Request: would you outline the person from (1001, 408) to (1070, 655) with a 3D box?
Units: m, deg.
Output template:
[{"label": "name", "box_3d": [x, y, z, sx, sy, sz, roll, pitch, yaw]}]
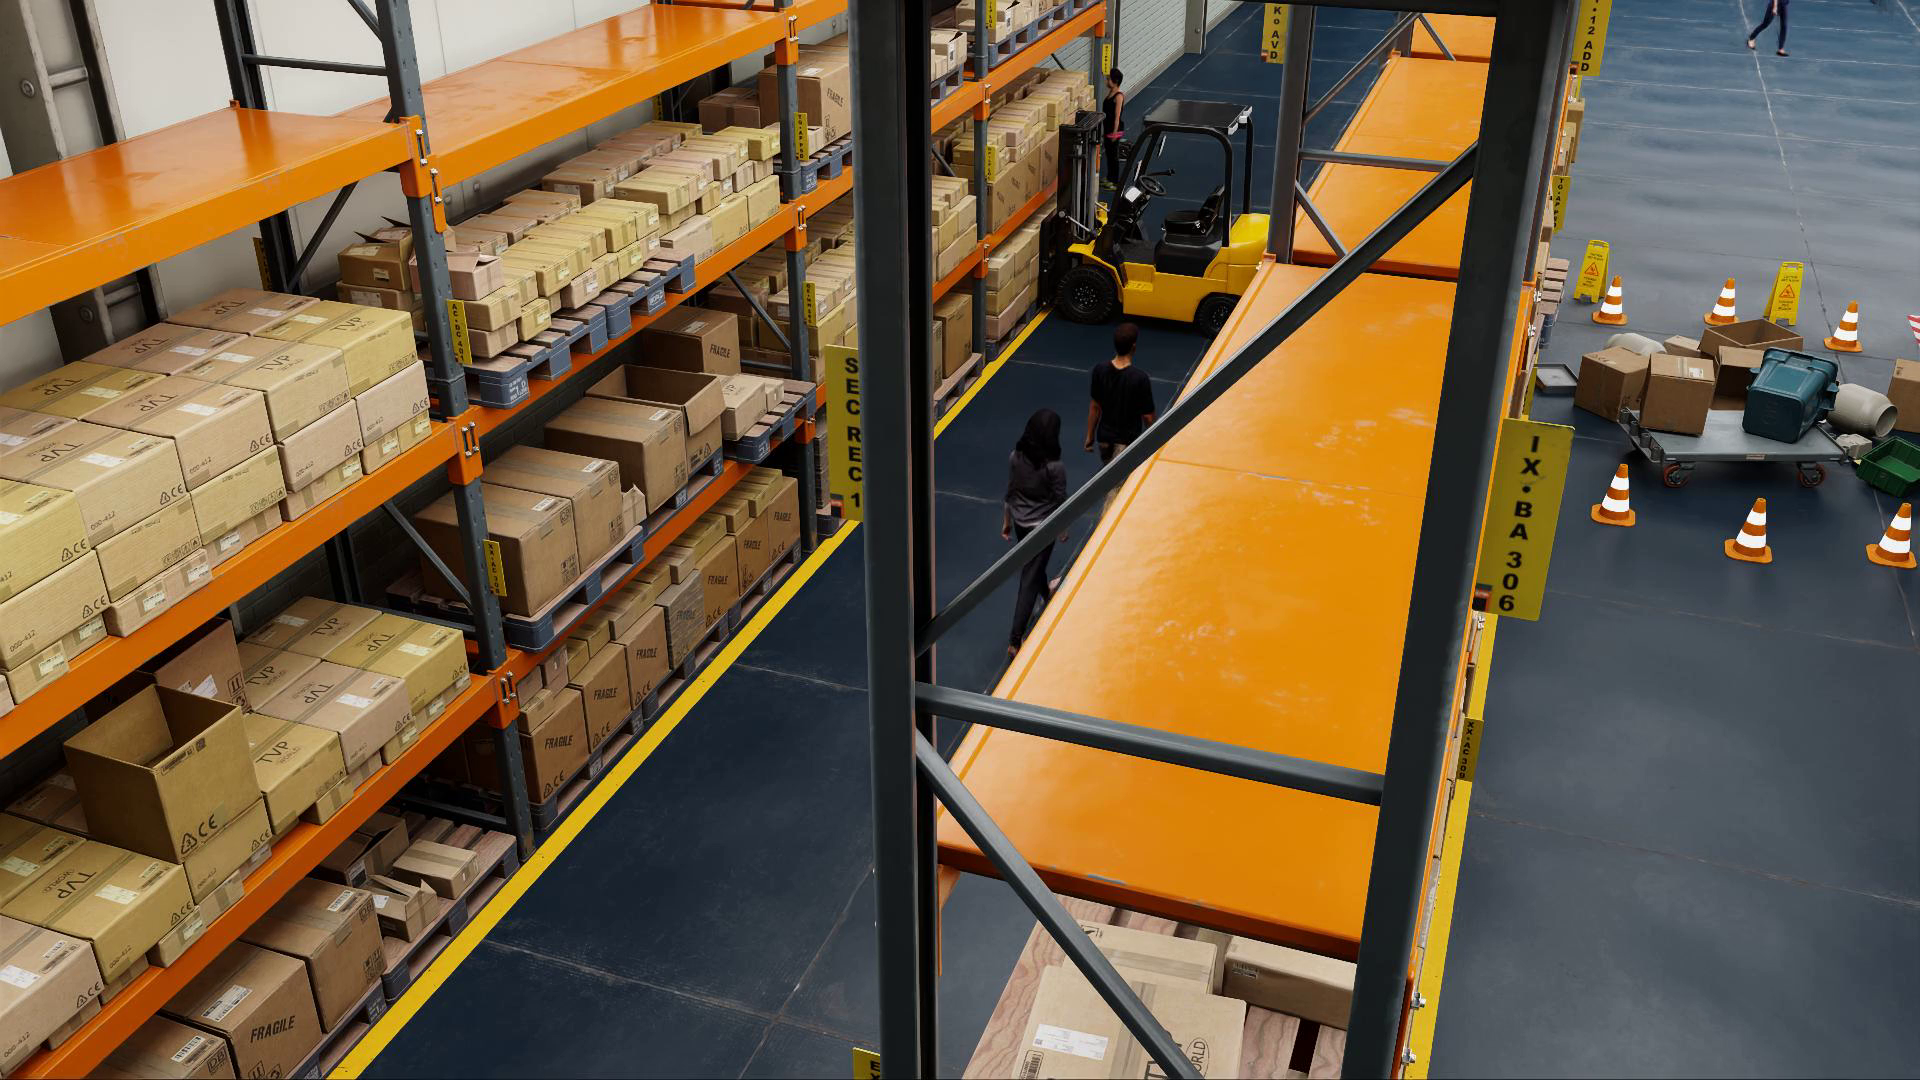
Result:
[{"label": "person", "box_3d": [0.474, -0.014, 11.372, 0.773, 1.712, 1.216, 16, 32, 27]}]

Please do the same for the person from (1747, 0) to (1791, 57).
[{"label": "person", "box_3d": [14.108, -9.281, 28.801, 1.023, 1.686, 1.159, -9, 29, -16]}]

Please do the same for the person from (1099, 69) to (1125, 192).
[{"label": "person", "box_3d": [1.985, -5.326, 21.517, 0.686, 1.551, 0.598, -4, 28, -7]}]

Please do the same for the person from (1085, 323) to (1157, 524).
[{"label": "person", "box_3d": [1.163, -0.697, 12.555, 0.822, 1.805, 1.232, 16, 32, 27]}]
